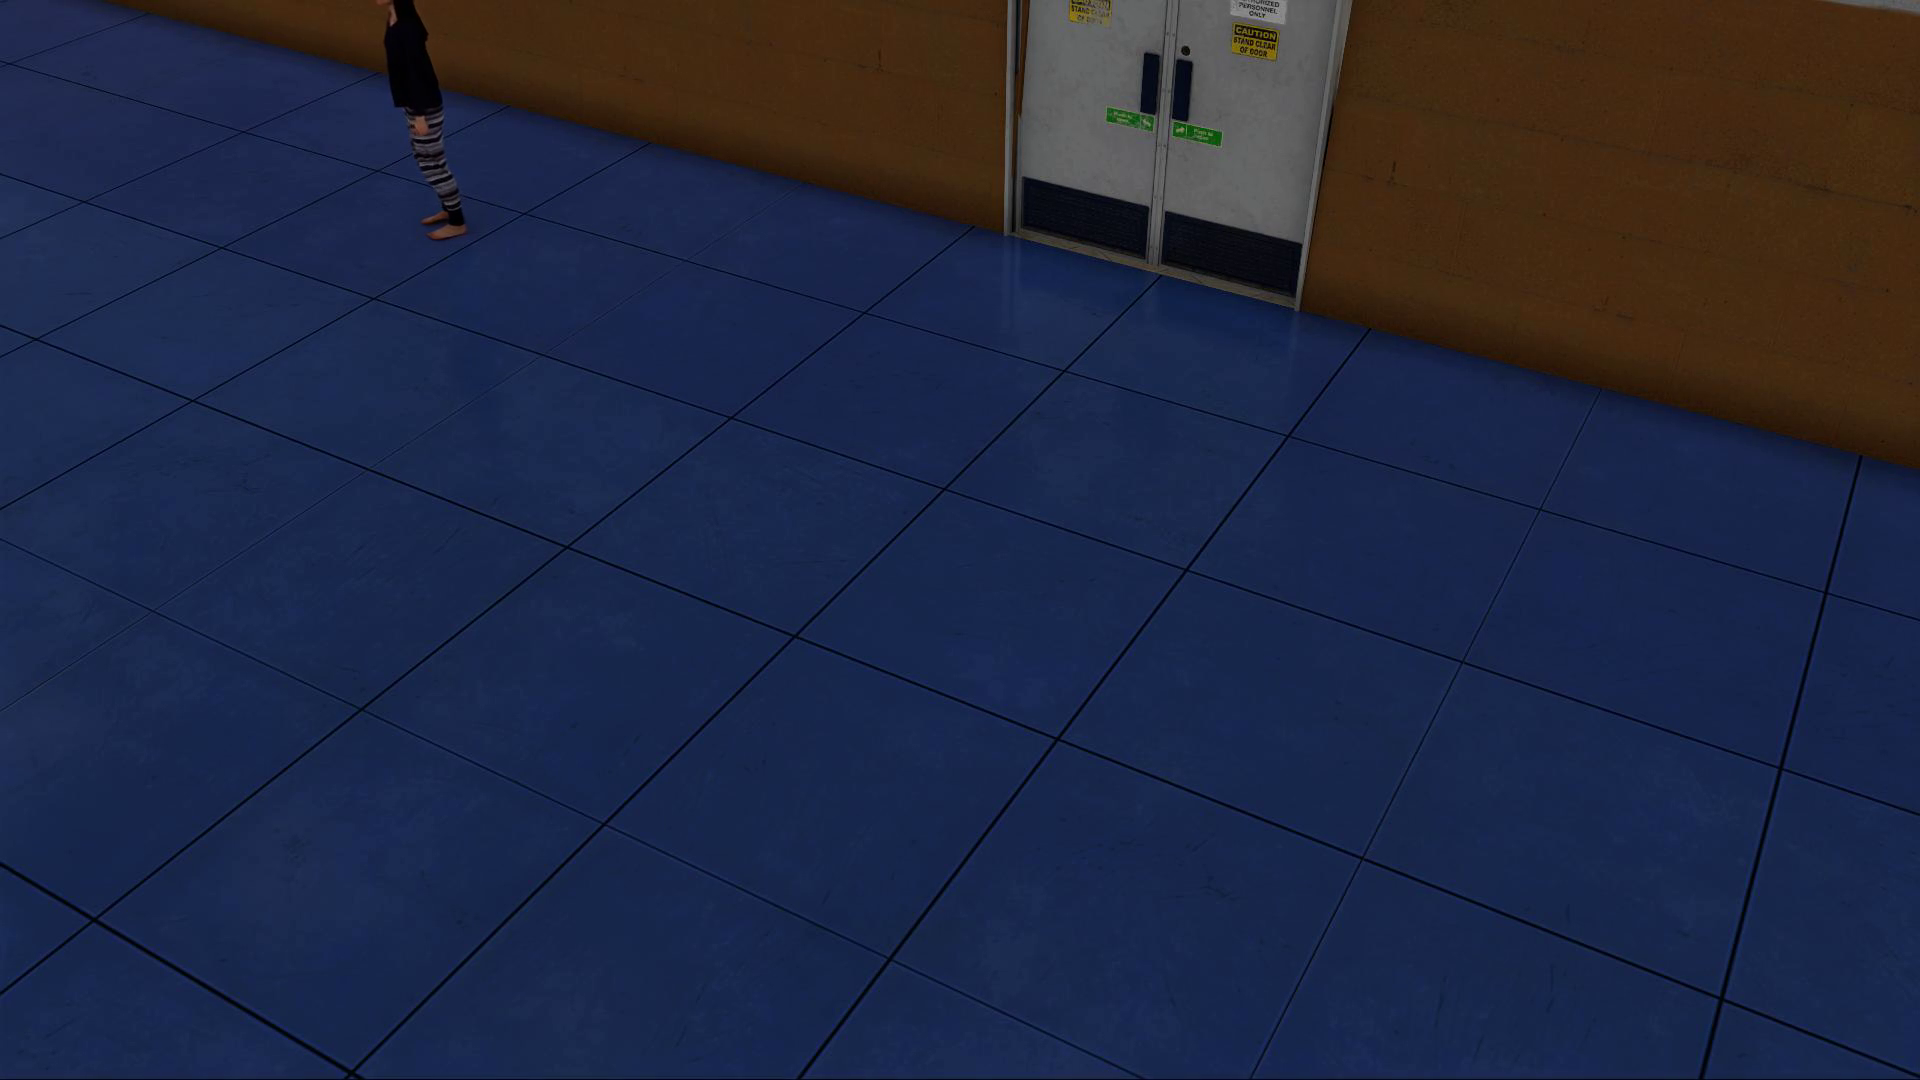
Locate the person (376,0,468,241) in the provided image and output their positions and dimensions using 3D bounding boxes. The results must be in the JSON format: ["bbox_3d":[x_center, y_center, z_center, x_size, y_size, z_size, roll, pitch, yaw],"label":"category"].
[{"bbox_3d":[-3.327,-2.710,10.261,0.699,1.731,0.677,-15,39,-19],"label":"person"}]
